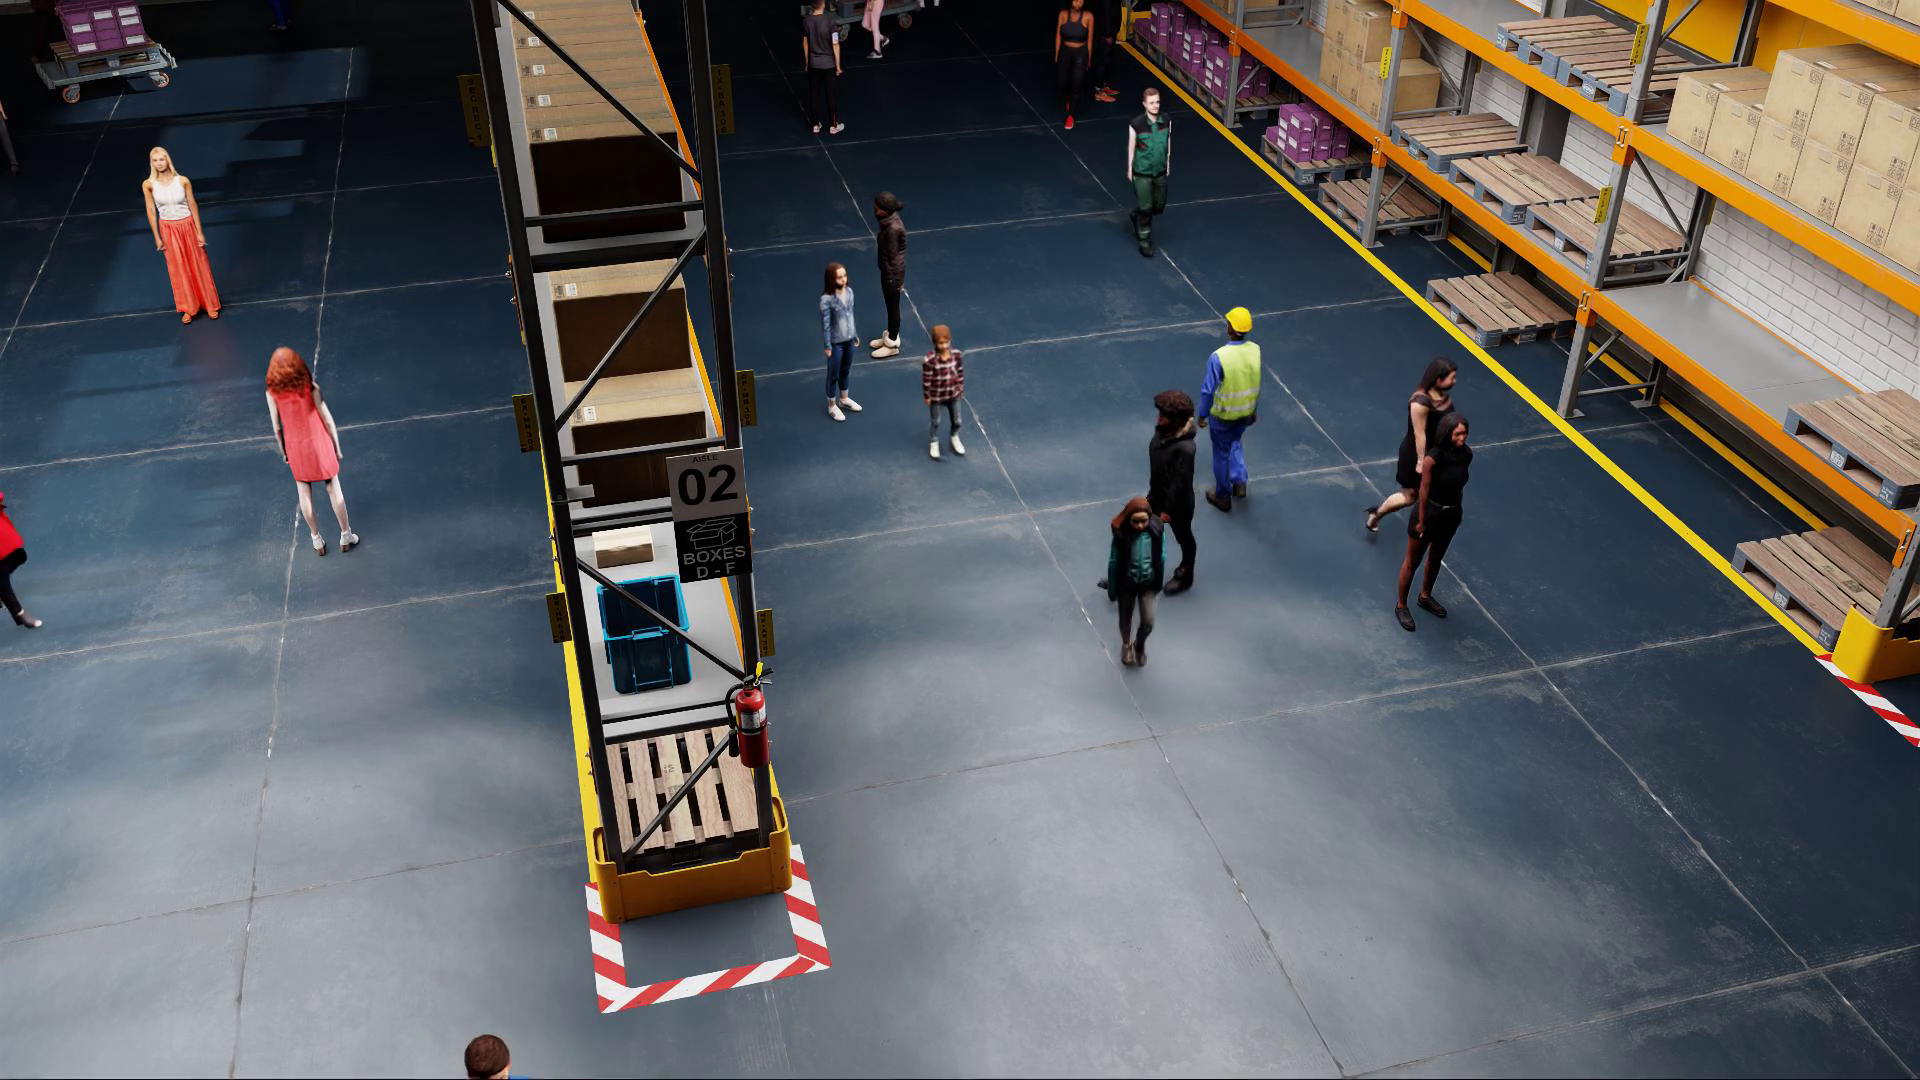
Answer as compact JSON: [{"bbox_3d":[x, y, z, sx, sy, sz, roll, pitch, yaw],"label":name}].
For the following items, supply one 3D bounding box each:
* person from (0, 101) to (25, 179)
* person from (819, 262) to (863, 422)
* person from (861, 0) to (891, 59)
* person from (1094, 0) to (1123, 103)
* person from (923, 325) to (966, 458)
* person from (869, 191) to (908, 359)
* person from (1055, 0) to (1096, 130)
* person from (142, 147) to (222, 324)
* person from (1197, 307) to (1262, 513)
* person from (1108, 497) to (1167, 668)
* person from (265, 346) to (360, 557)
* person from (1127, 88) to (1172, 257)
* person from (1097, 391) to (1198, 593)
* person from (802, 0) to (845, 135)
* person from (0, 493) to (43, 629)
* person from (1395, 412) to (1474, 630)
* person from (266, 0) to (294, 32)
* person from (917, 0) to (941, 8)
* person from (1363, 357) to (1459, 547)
[{"bbox_3d":[-11.669,-5.131,19.940,0.588,1.588,0.460,-8,35,-12],"label":"person"},{"bbox_3d":[-1.096,-1.816,15.052,0.669,1.477,0.640,25,41,32],"label":"person"},{"bbox_3d":[-1.170,-7.715,23.859,0.650,1.552,0.615,-14,36,-20],"label":"person"},{"bbox_3d":[1.977,-6.839,22.301,0.848,1.818,0.723,8,34,12],"label":"person"},{"bbox_3d":[-0.149,-1.304,14.450,0.545,1.290,0.535,-10,35,-15],"label":"person"},{"bbox_3d":[-0.648,-2.571,16.023,0.632,1.660,0.560,10,35,14],"label":"person"},{"bbox_3d":[1.497,-6.238,21.421,0.920,1.792,1.036,11,35,16],"label":"person"},{"bbox_3d":[-7.800,-3.060,16.630,0.653,1.803,0.620,-14,36,-20],"label":"person"},{"bbox_3d":[2.243,-1.016,13.554,0.724,1.803,0.718,-15,36,-21],"label":"person"},{"bbox_3d":[1.259,0.254,11.937,0.629,1.478,0.654,-3,34,-4],"label":"person"},{"bbox_3d":[-5.102,-0.695,13.050,0.594,1.826,0.515,-6,34,-9],"label":"person"},{"bbox_3d":[2.035,-4.035,18.073,0.714,1.829,0.959,-12,36,-18],"label":"person"},{"bbox_3d":[1.667,-0.346,12.600,0.890,1.743,1.060,-19,38,-27],"label":"person"},{"bbox_3d":[-1.769,-6.059,21.176,0.727,1.764,0.738,9,35,14],"label":"person"},{"bbox_3d":[-7.220,-0.067,12.183,0.787,1.740,0.762,1,34,1],"label":"person"},{"bbox_3d":[3.530,-0.167,12.334,0.647,1.740,0.597,-16,37,-23],"label":"person"},{"bbox_3d":[-10.385,-8.618,24.915,0.837,1.886,0.726,6,34,9],"label":"person"},{"bbox_3d":[-0.522,-9.267,25.961,0.661,1.811,0.547,-8,35,-13],"label":"person"},{"bbox_3d":[3.582,-0.675,13.134,0.977,1.700,0.904,19,38,26],"label":"person"}]
